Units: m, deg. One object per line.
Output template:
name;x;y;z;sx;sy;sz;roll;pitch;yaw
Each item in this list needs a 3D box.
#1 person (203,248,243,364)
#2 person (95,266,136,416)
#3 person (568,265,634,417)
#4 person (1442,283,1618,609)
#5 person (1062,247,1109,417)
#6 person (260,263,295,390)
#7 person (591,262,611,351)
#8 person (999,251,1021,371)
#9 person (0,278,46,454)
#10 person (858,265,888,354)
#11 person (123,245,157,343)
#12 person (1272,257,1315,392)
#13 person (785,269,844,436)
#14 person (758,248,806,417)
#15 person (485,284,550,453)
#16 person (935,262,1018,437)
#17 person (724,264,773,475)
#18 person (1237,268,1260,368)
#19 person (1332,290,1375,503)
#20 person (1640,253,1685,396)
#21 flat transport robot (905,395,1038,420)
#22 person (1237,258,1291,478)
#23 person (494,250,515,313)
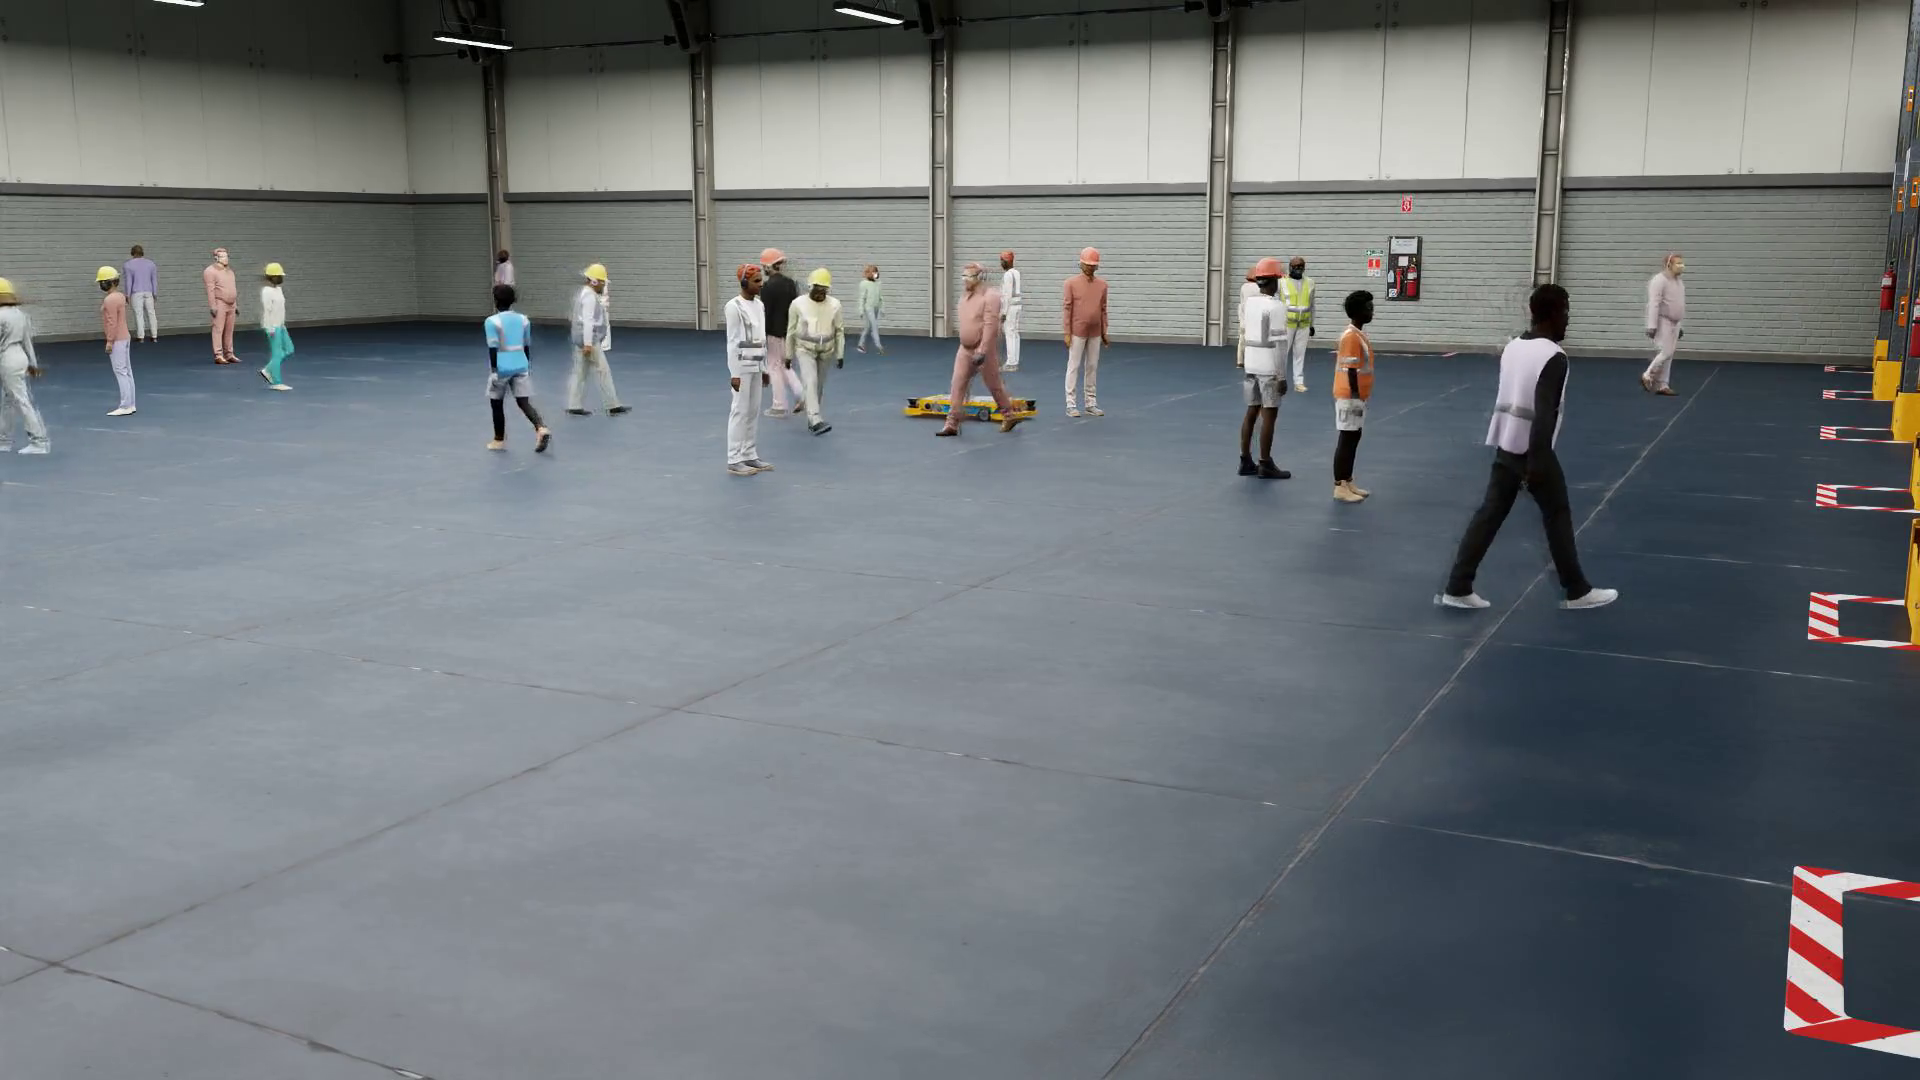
person;-12.241;-3.885;27.678;0.406;1.911;0.636;3;11;13
person;-10.023;-2.357;19.739;0.312;1.768;0.524;-2;11;-12
person;-4.246;-2.324;19.531;0.846;1.776;0.639;-4;11;-23
person;3.235;-0.514;9.438;1.022;1.864;0.613;-2;11;-12
person;1.489;-2.444;19.607;0.608;1.986;0.391;-5;12;-27
person;-9.422;-2.930;22.885;0.424;1.750;0.552;-1;10;-3
person;-6.605;-4.285;30.603;0.311;1.636;0.521;1;10;5
person;0.781;-3.606;26.214;0.353;1.887;0.572;3;11;18
person;-9.353;-1.689;16.240;0.826;1.708;0.525;0;10;1
person;-1.602;-4.168;30.076;0.832;1.593;0.510;9;14;41
person;-16.298;-4.896;33.109;0.372;1.940;0.627;9;14;40
person;4.546;-2.926;22.635;0.634;1.839;0.429;-2;11;-11
person;-1.561;-2.026;17.909;0.602;1.775;0.970;-5;11;-24
person;-2.099;-2.421;19.481;0.549;1.983;0.660;6;12;31
person;-4.354;-1.669;16.261;0.773;1.669;0.538;8;13;36
person;0.215;-2.045;17.813;0.629;1.856;1.022;10;14;44
person;-1.902;-1.523;14.885;0.341;1.876;0.576;4;11;22
person;4.677;-3.561;26.698;0.302;1.624;0.503;-5;12;-26
person;3.183;-1.151;13.364;0.366;1.695;0.557;4;11;18
person;9.416;-2.856;22.099;0.673;1.892;0.419;-8;13;-36
flat transport robot;0.136;-1.564;19.492;1.431;0.197;0.652;5;12;27
person;2.676;-1.496;14.619;0.363;1.921;0.583;-6;12;-29
person;-10.027;-5.472;36.620;0.444;1.814;0.671;-7;12;-32
